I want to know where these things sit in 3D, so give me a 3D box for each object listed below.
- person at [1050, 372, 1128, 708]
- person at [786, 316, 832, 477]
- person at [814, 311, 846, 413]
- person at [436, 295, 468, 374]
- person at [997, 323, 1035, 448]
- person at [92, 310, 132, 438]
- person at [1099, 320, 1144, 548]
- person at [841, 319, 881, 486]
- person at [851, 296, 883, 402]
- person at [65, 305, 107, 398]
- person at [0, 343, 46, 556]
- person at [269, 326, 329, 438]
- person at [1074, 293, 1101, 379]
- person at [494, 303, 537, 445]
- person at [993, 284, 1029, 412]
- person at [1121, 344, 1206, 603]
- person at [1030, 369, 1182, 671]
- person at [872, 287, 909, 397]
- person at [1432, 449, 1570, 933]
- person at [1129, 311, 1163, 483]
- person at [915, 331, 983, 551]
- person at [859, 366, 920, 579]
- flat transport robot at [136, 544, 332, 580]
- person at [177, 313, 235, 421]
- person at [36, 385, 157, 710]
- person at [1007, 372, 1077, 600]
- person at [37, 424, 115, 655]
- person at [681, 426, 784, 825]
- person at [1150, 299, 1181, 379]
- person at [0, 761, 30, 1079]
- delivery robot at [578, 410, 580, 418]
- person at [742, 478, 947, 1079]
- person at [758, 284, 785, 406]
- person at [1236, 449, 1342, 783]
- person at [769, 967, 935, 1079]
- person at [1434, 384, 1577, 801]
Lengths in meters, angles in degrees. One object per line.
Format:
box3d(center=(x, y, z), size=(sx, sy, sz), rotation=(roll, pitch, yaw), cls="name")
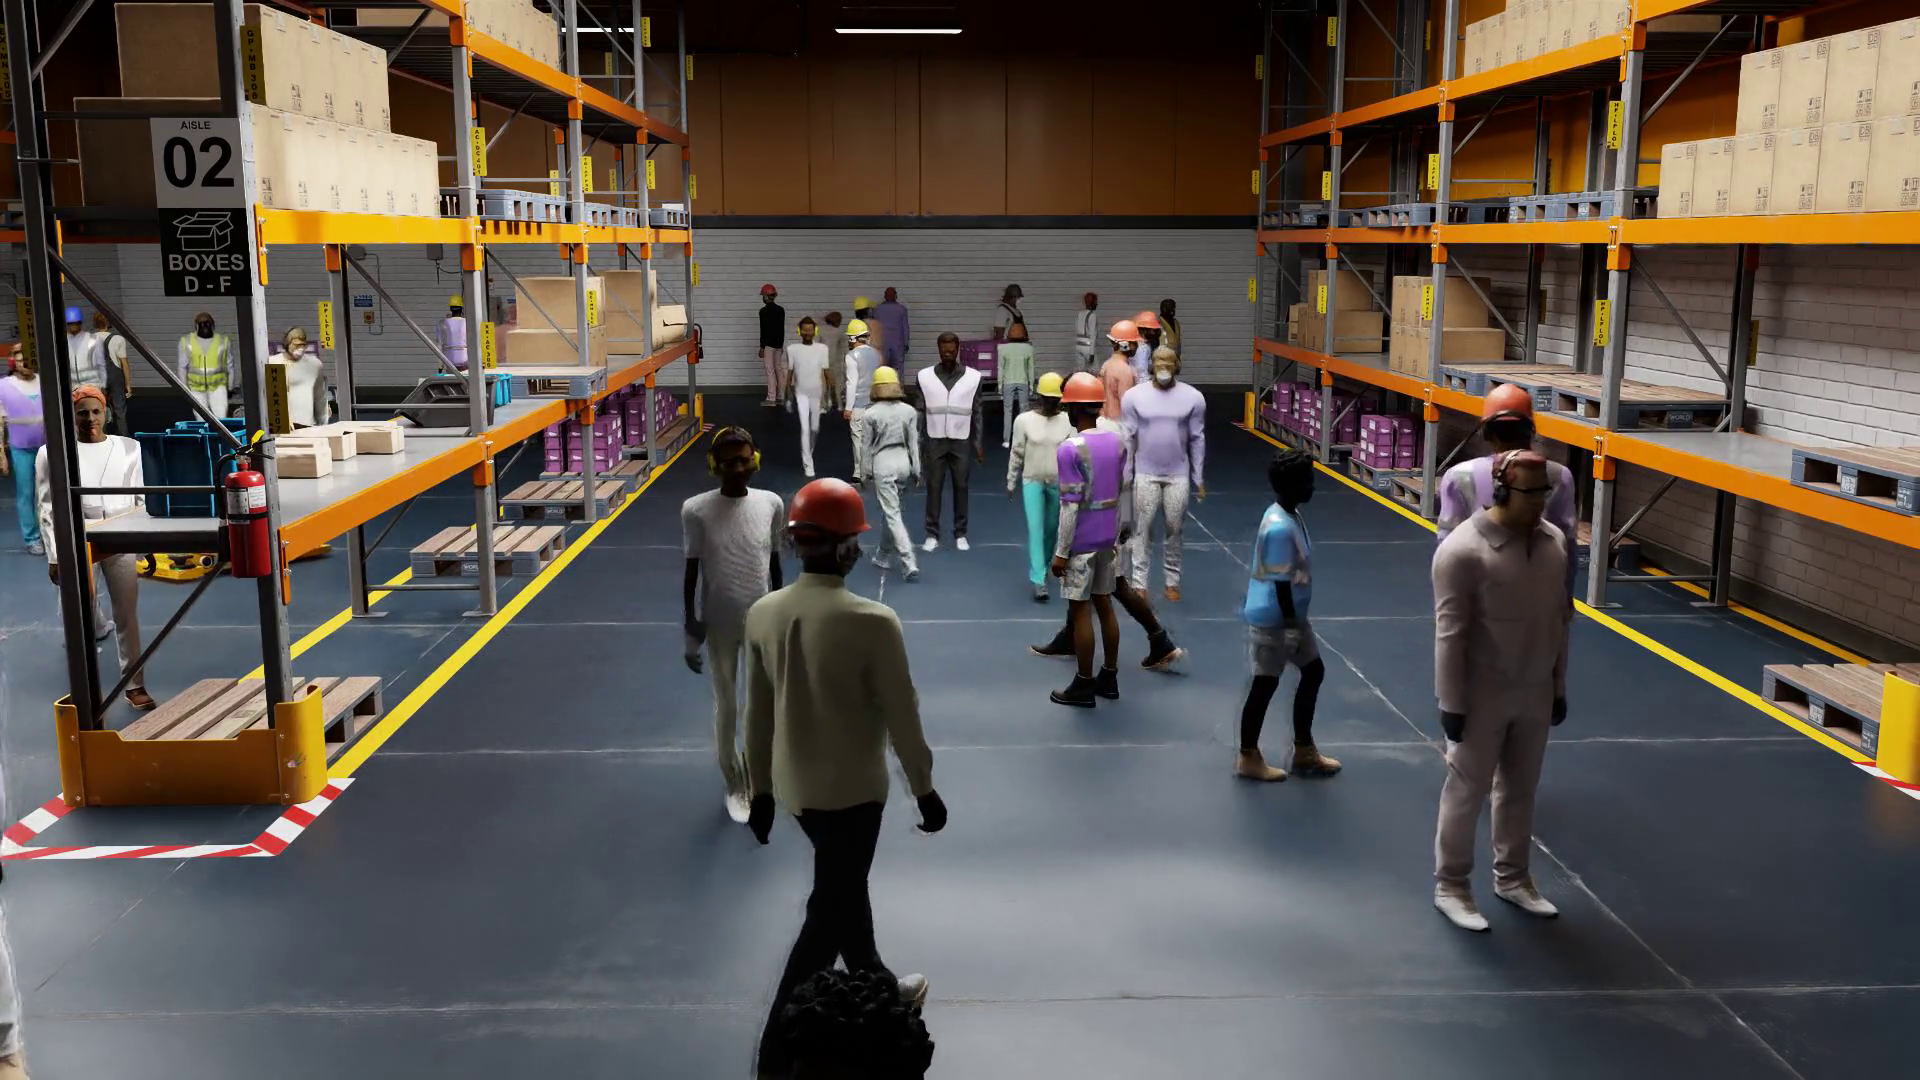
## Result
box3d(center=(0.717, -0.001, 9.643), size=(0.375, 1.935, 0.551), rotation=(9, 14, 42), cls="person")
box3d(center=(-1.763, -1.685, 19.315), size=(0.528, 1.846, 0.862), rotation=(-3, 11, -15), cls="person")
box3d(center=(-2.040, -2.776, 26.064), size=(0.589, 1.596, 0.336), rotation=(-4, 11, -21), cls="person")
box3d(center=(-7.168, -2.536, 23.792), size=(0.594, 1.924, 0.382), rotation=(-2, 10, -14), cls="person")
box3d(center=(0.729, -2.016, 21.741), size=(0.496, 1.624, 0.285), rotation=(-1, 10, -7), cls="person")
box3d(center=(-10.533, -1.920, 20.587), size=(0.508, 1.846, 0.345), rotation=(-3, 10, -14), cls="person")
box3d(center=(1.416, -0.934, 14.679), size=(0.395, 1.993, 0.614), rotation=(-3, 11, -15), cls="person")
box3d(center=(-1.110, -1.515, 18.365), size=(0.403, 1.831, 0.595), rotation=(6, 12, 29), cls="person")
box3d(center=(-1.338, -2.503, 23.665), size=(0.457, 1.907, 0.602), rotation=(5, 11, 24), cls="person")
box3d(center=(-10.696, -1.894, 20.236), size=(0.608, 1.925, 0.642), rotation=(-3, 11, -17), cls="person")
box3d(center=(-7.832, -0.753, 14.110), size=(0.692, 1.826, 0.623), rotation=(10, 14, 43), cls="person")
box3d(center=(-6.251, -1.049, 15.556), size=(0.555, 1.908, 0.705), rotation=(8, 13, 37), cls="person")
box3d(center=(2.180, -3.072, 26.985), size=(0.849, 1.852, 0.598), rotation=(-5, 11, -27), cls="person")
box3d(center=(-5.800, -2.163, 21.794), size=(0.655, 1.894, 0.582), rotation=(1, 10, 7), cls="person")
box3d(center=(0.886, -3.039, 26.274), size=(0.664, 2.000, 0.696), rotation=(4, 11, 20), cls="person")
box3d(center=(1.493, -0.482, 12.326), size=(0.634, 1.938, 0.363), rotation=(0, 10, 2), cls="person")
box3d(center=(0.953, -0.126, 10.455), size=(1.001, 1.907, 0.678), rotation=(4, 11, 19), cls="person")
box3d(center=(-1.179, -3.392, 28.616), size=(0.639, 1.910, 0.407), rotation=(1, 10, 8), cls="person")
box3d(center=(2.136, 0.584, 6.511), size=(0.644, 1.898, 0.397), rotation=(-5, 11, -27), cls="person")
box3d(center=(2.058, -1.564, 18.386), size=(0.400, 1.923, 0.552), rotation=(2, 10, 12), cls="person")
box3d(center=(-0.101, -0.856, 14.467), size=(0.596, 1.915, 0.372), rotation=(0, 10, 0), cls="person")
box3d(center=(-0.545, -0.548, 13.384), size=(0.486, 1.690, 0.915), rotation=(-6, 12, -30), cls="person")
box3d(center=(-6.023, 0.089, 13.779), size=(0.652, 0.197, 1.431), rotation=(6, 12, 31), cls="flat transport robot")
box3d(center=(-9.195, -1.849, 20.300), size=(0.631, 1.808, 0.881), rotation=(-4, 11, -19), cls="person")
box3d(center=(-4.876, 0.063, 9.438), size=(0.576, 1.883, 0.354), rotation=(-8, 13, -39), cls="person")
box3d(center=(0.650, -0.426, 12.632), size=(0.548, 1.712, 0.932), rotation=(-1, 10, -3), cls="person")
box3d(center=(-5.702, -0.065, 10.923), size=(0.547, 1.598, 0.814), rotation=(0, 10, 3), cls="person")
box3d(center=(-1.036, 0.398, 7.651), size=(0.521, 1.856, 0.389), rotation=(-4, 11, -20), cls="person")
box3d(center=(3.062, -2.655, 24.696), size=(0.429, 1.839, 0.633), rotation=(9, 14, 42), cls="person")
box3d(center=(-3.165, 0.919, 4.981), size=(0.631, 1.791, 0.672), rotation=(-2, 10, -11), cls="person")
box3d(center=(-5.576, -1.786, 23.175), size=(0.477, 0.478, 0.707), rotation=(2, 10, 10), cls="delivery robot")
box3d(center=(-0.396, 0.773, 5.326), size=(0.621, 1.953, 0.986), rotation=(9, 14, 42), cls="person")
box3d(center=(-3.100, -3.184, 27.214), size=(0.397, 1.992, 0.622), rotation=(6, 12, 29), cls="person")
box3d(center=(1.676, 0.389, 8.193), size=(0.632, 1.672, 0.547), rotation=(3, 11, 19), cls="person")
box3d(center=(-0.143, 1.417, 2.412), size=(0.540, 1.695, 0.318), rotation=(2, 10, 13), cls="person")
box3d(center=(2.647, 0.249, 8.083), size=(0.631, 1.998, 0.983), rotation=(4, 11, 22), cls="person")
